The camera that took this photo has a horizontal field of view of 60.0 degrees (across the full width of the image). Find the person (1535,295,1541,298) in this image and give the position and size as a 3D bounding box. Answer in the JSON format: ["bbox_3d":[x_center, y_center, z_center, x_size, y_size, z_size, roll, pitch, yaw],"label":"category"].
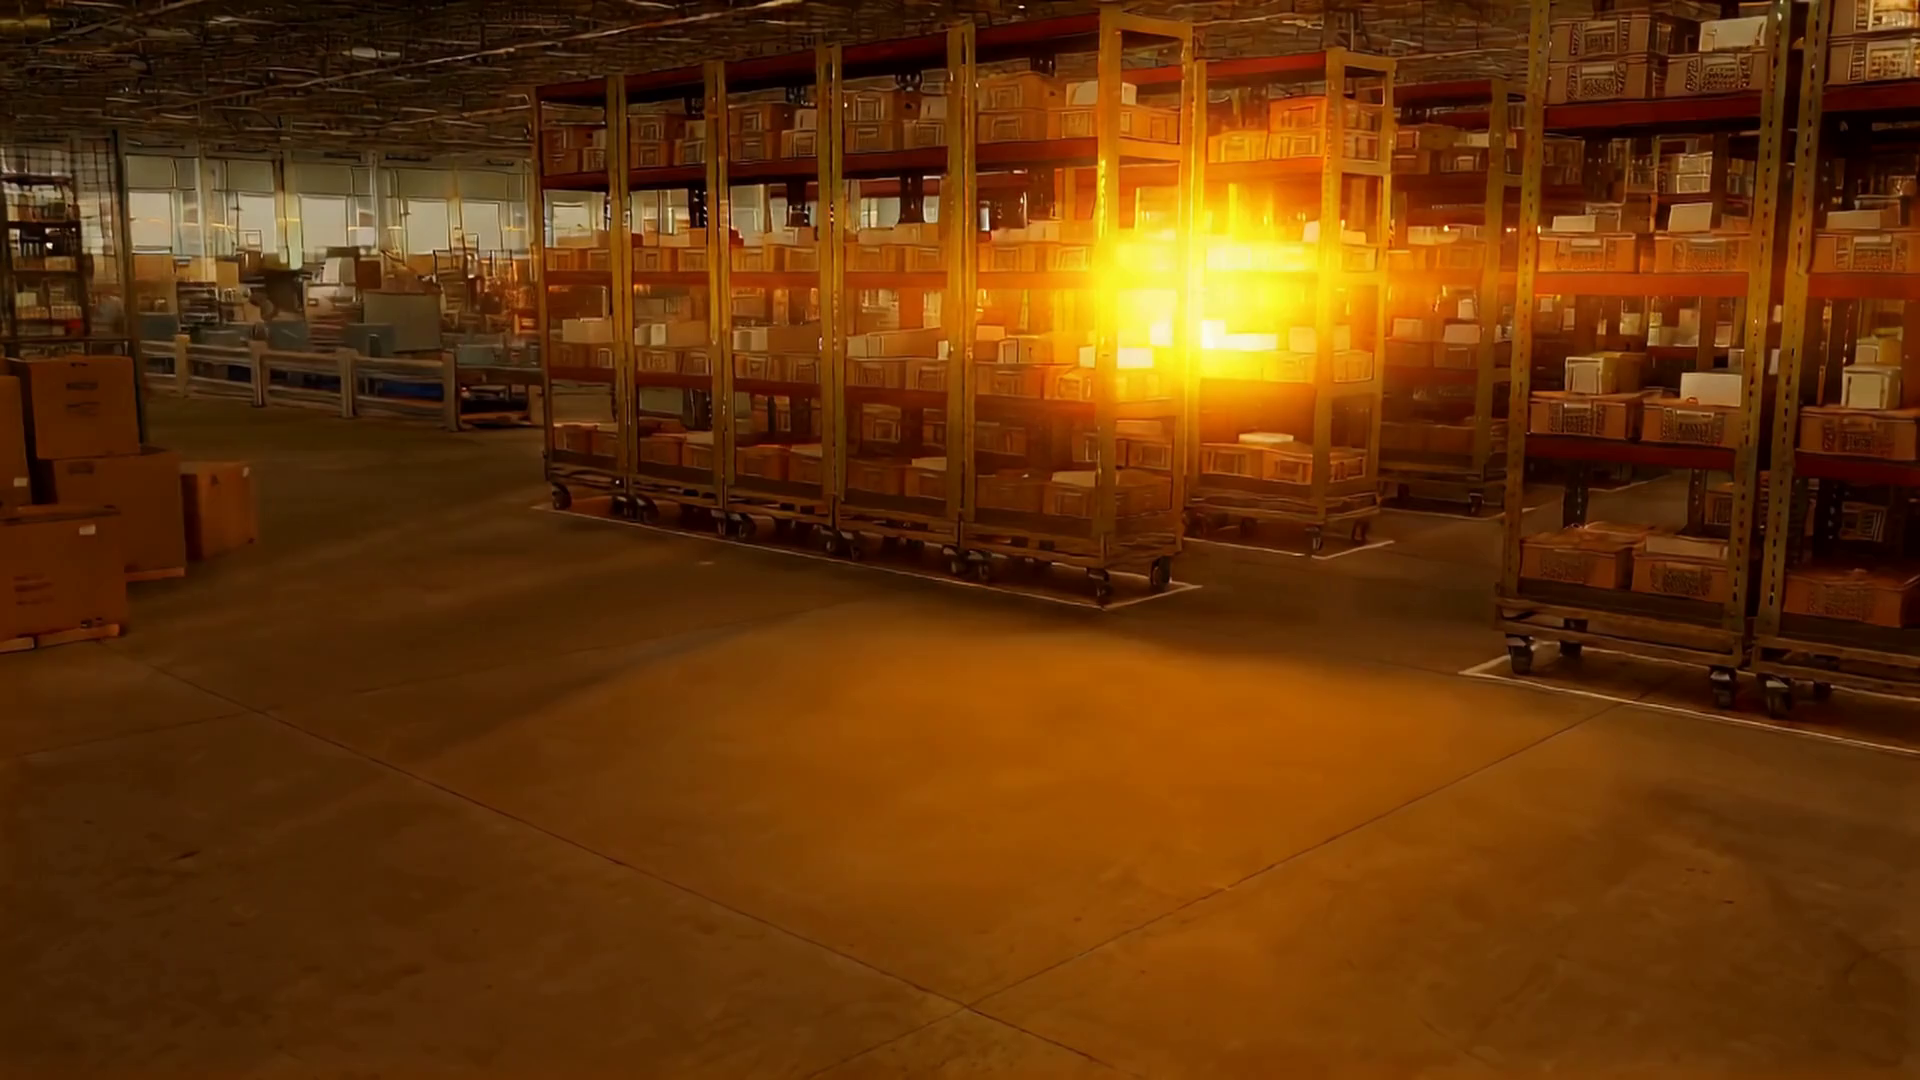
[{"bbox_3d":[15.353,-6.151,44.911,0.591,1.825,0.403,0,9,-3],"label":"person"}]

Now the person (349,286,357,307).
[{"bbox_3d":[-21.860,-8.565,60.026,0.930,1.716,0.545,1,9,5],"label":"person"}]

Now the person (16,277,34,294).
[{"bbox_3d":[-29.792,-7.538,53.097,0.398,1.928,0.541,9,13,43],"label":"person"}]

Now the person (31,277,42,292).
[{"bbox_3d":[-29.901,-7.641,53.936,0.526,1.858,0.503,4,10,22],"label":"person"}]

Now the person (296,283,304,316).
[{"bbox_3d":[-23.469,-8.530,59.459,0.946,1.823,0.542,-3,10,-17],"label":"person"}]

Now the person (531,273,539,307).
[{"bbox_3d":[-15.134,-8.596,59.569,0.487,1.922,0.577,-6,11,-34],"label":"person"}]

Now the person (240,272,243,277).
[{"bbox_3d":[-37.130,-12.940,86.211,0.547,1.928,0.432,8,13,42],"label":"person"}]

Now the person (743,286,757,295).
[{"bbox_3d":[-8.452,-9.975,67.669,0.683,2.000,0.536,2,10,14],"label":"person"}]

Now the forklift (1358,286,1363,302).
[{"bbox_3d":[11.100,-7.017,46.970,1.873,2.768,1.129,9,13,43],"label":"forklift"}]

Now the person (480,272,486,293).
[{"bbox_3d":[-24.484,-12.739,85.083,0.623,1.893,0.590,-4,10,-25],"label":"person"}]

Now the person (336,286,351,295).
[{"bbox_3d":[-23.530,-9.246,63.676,0.672,1.884,0.762,4,10,23],"label":"person"}]

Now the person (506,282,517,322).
[{"bbox_3d":[-15.681,-8.264,58.507,0.526,1.586,0.809,-3,10,-17],"label":"person"}]

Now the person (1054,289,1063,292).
[{"bbox_3d":[3.152,-7.449,53.107,0.539,1.739,0.697,-9,13,-44],"label":"person"}]

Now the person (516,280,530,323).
[{"bbox_3d":[-15.281,-8.271,58.275,0.538,1.695,0.319,1,9,5],"label":"person"}]

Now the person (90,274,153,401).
[{"bbox_3d":[-13.053,-3.087,25.642,1.065,2.001,0.608,0,9,1],"label":"person"}]

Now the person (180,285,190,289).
[{"bbox_3d":[-37.914,-12.103,81.351,0.441,1.831,0.648,-2,10,-13],"label":"person"}]
